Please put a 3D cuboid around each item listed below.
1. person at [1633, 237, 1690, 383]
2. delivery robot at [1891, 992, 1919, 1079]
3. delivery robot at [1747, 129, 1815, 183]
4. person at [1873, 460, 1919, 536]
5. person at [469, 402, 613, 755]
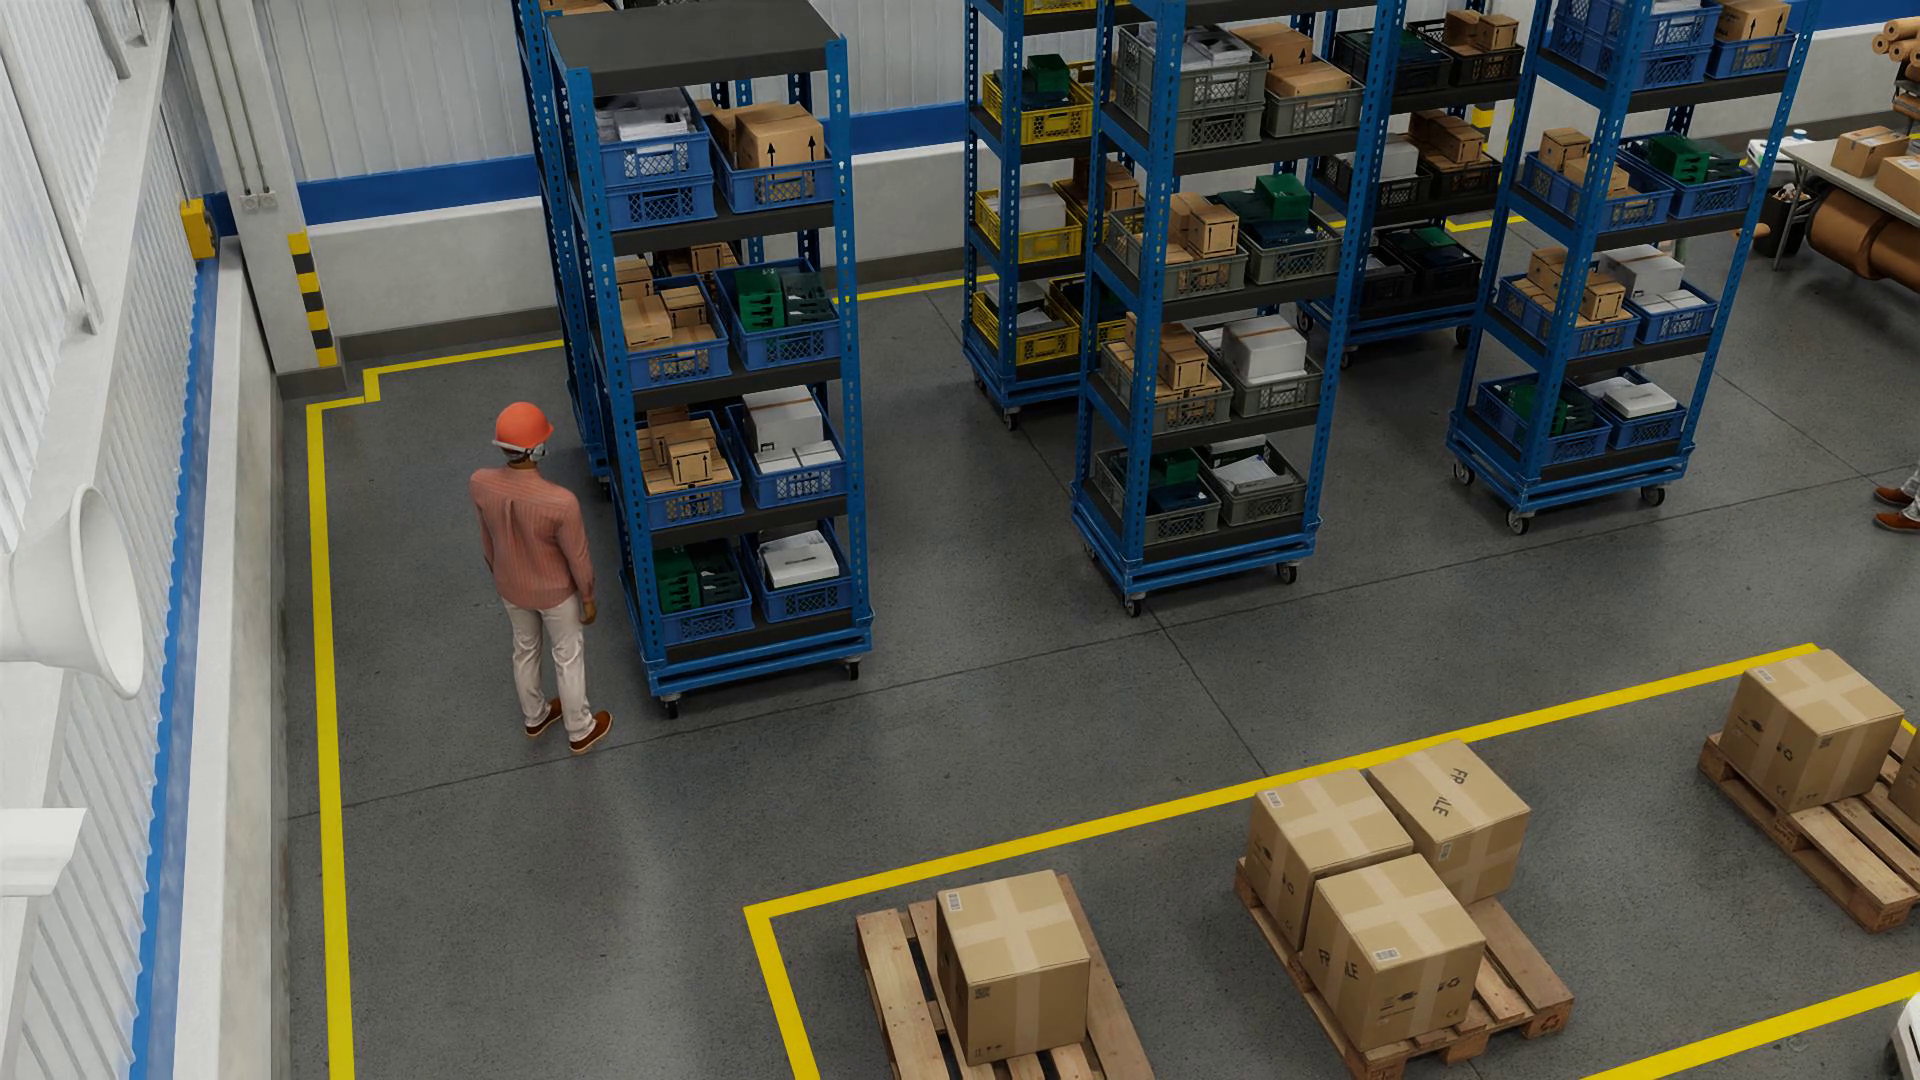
[{"bbox_3d":[4.704,-1.837,11.457,0.521,1.636,0.311,2,35,2],"label":"person"},{"bbox_3d":[4.015,2.159,6.647,0.477,0.478,0.707,7,36,10],"label":"delivery robot"},{"bbox_3d":[7.208,-3.313,14.406,0.707,0.478,0.477,3,35,4],"label":"delivery robot"},{"bbox_3d":[5.912,-0.919,9.897,0.362,1.938,0.631,16,38,22],"label":"person"},{"bbox_3d":[-2.069,0.202,8.274,0.608,1.987,0.402,12,37,16],"label":"person"}]
